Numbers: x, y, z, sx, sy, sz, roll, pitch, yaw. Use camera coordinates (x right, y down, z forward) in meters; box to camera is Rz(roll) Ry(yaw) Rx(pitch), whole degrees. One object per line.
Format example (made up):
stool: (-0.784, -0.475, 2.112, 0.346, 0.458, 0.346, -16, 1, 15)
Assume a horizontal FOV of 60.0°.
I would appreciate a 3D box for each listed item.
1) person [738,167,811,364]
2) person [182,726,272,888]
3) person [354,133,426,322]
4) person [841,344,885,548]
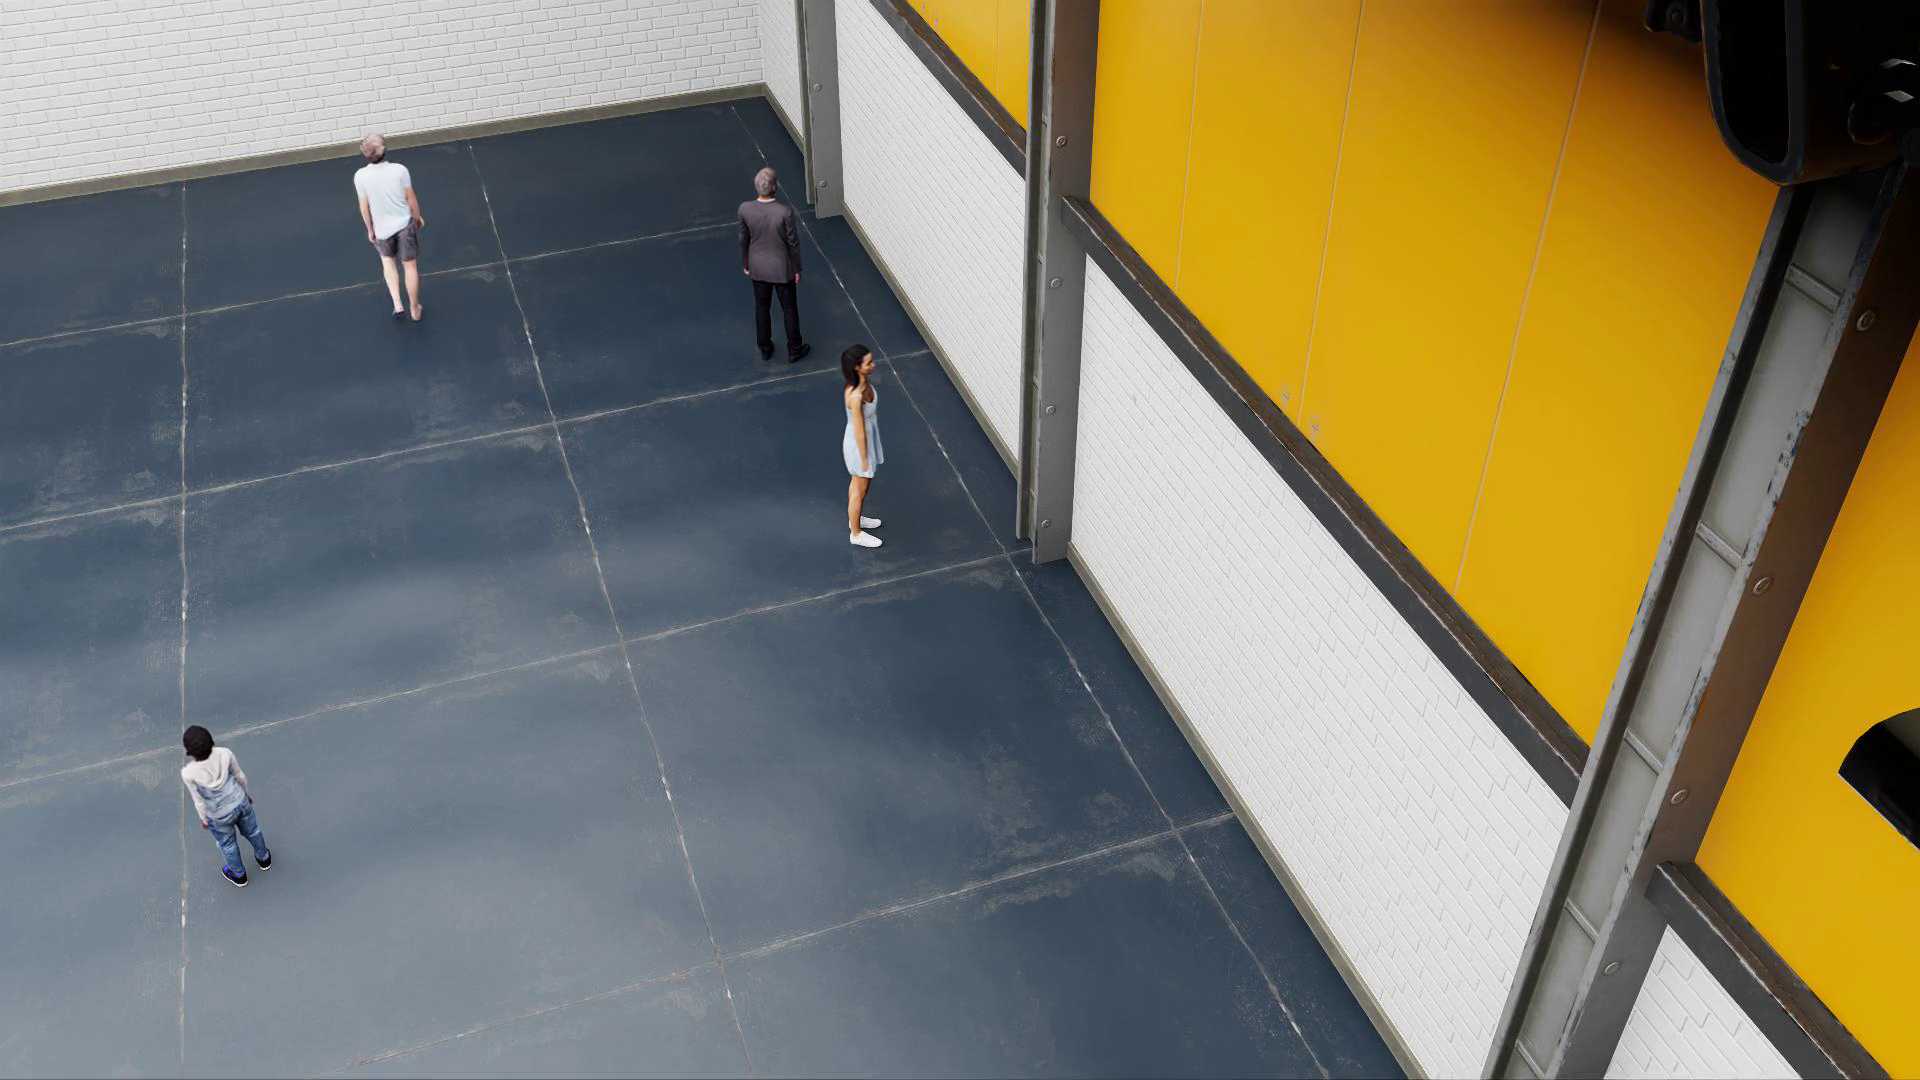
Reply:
person: (-1.643, -2.405, 14.579, 0.807, 1.842, 0.818, 8, 39, 10)
person: (-4.450, 1.590, 10.042, 0.600, 1.261, 0.559, 30, 47, 32)
person: (-5.131, -2.781, 15.066, 0.693, 1.820, 0.698, -8, 39, -10)
person: (-0.751, -0.734, 12.576, 0.713, 1.729, 0.574, 0, 39, 0)
